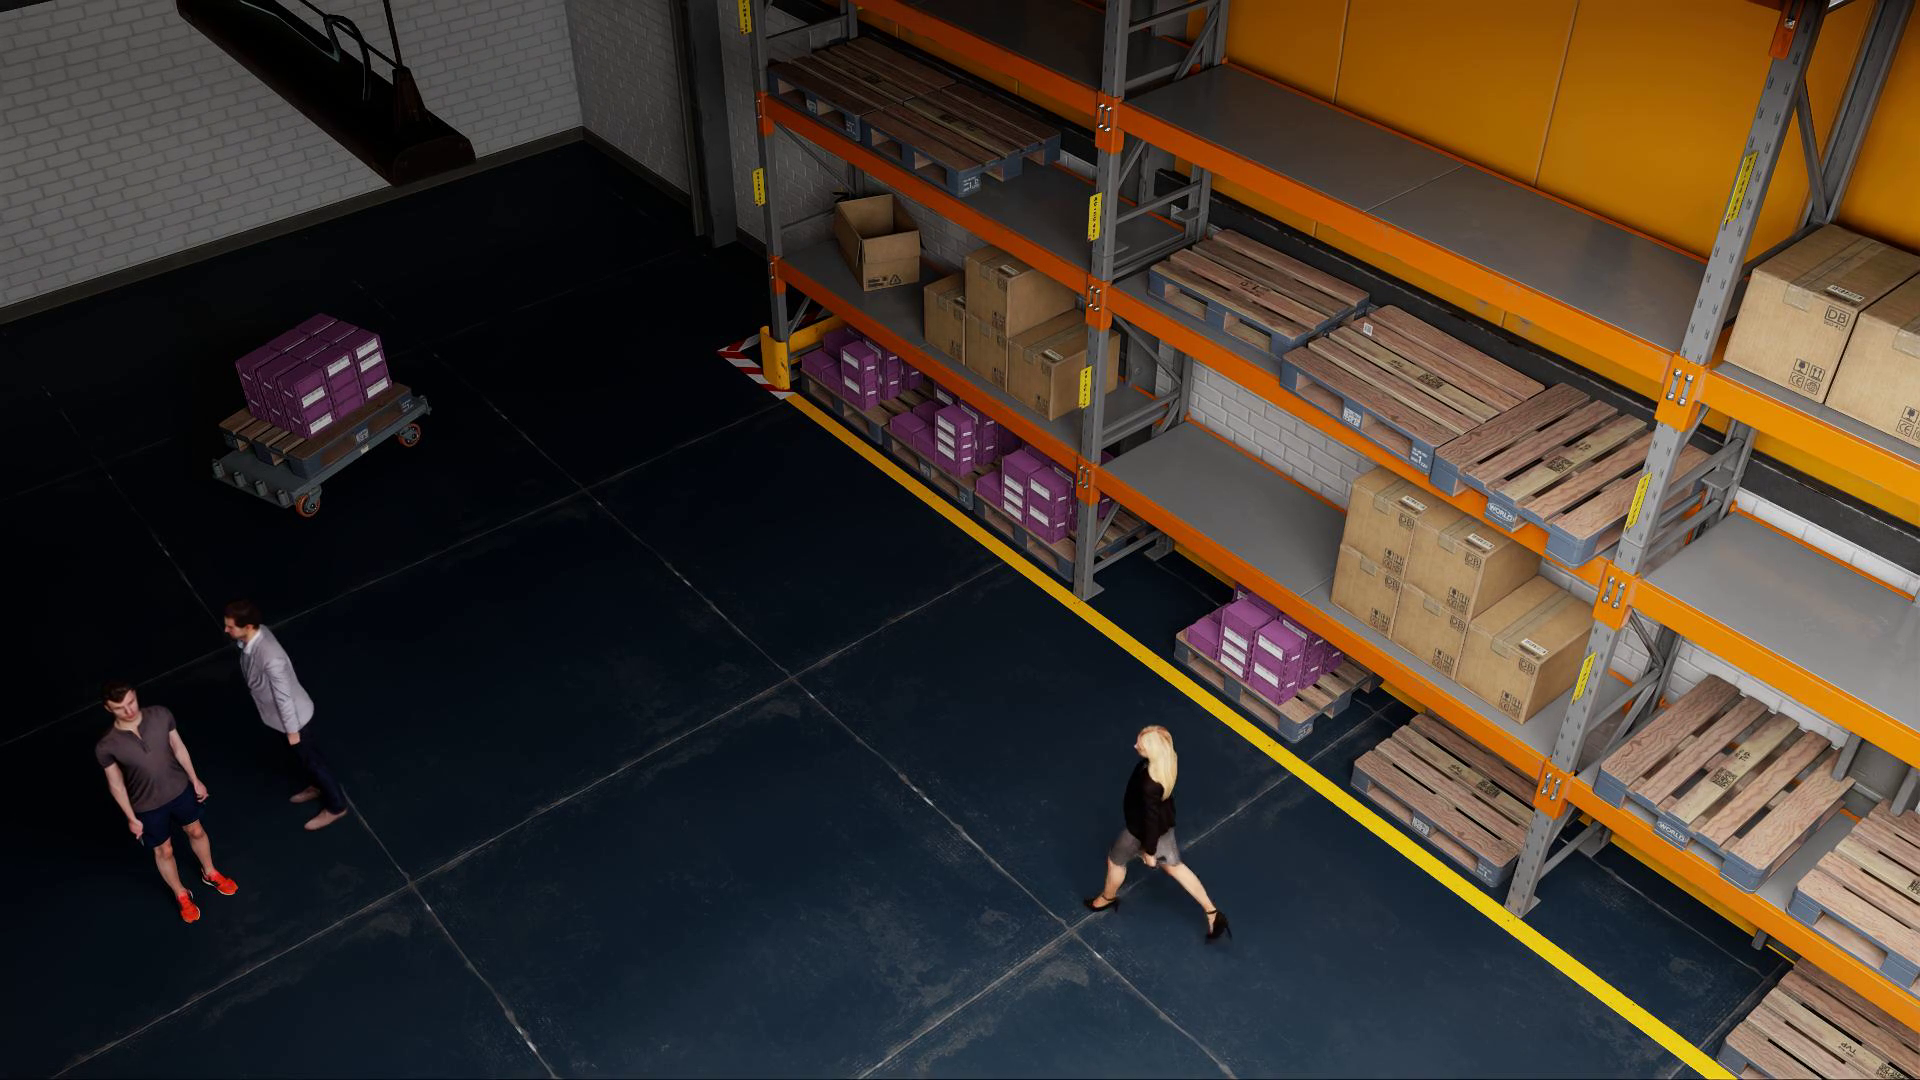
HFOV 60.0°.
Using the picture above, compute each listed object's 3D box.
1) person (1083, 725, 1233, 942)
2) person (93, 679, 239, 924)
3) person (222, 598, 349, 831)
[{"bbox_3d":[1.223,1.757,9.836,1.261,1.794,0.987,16,41,19],"label":"person"},{"bbox_3d":[-4.838,1.539,10.061,0.606,1.853,0.680,27,46,30],"label":"person"},{"bbox_3d":[-4.297,1.075,10.650,0.715,1.844,0.493,-27,46,-30],"label":"person"}]
